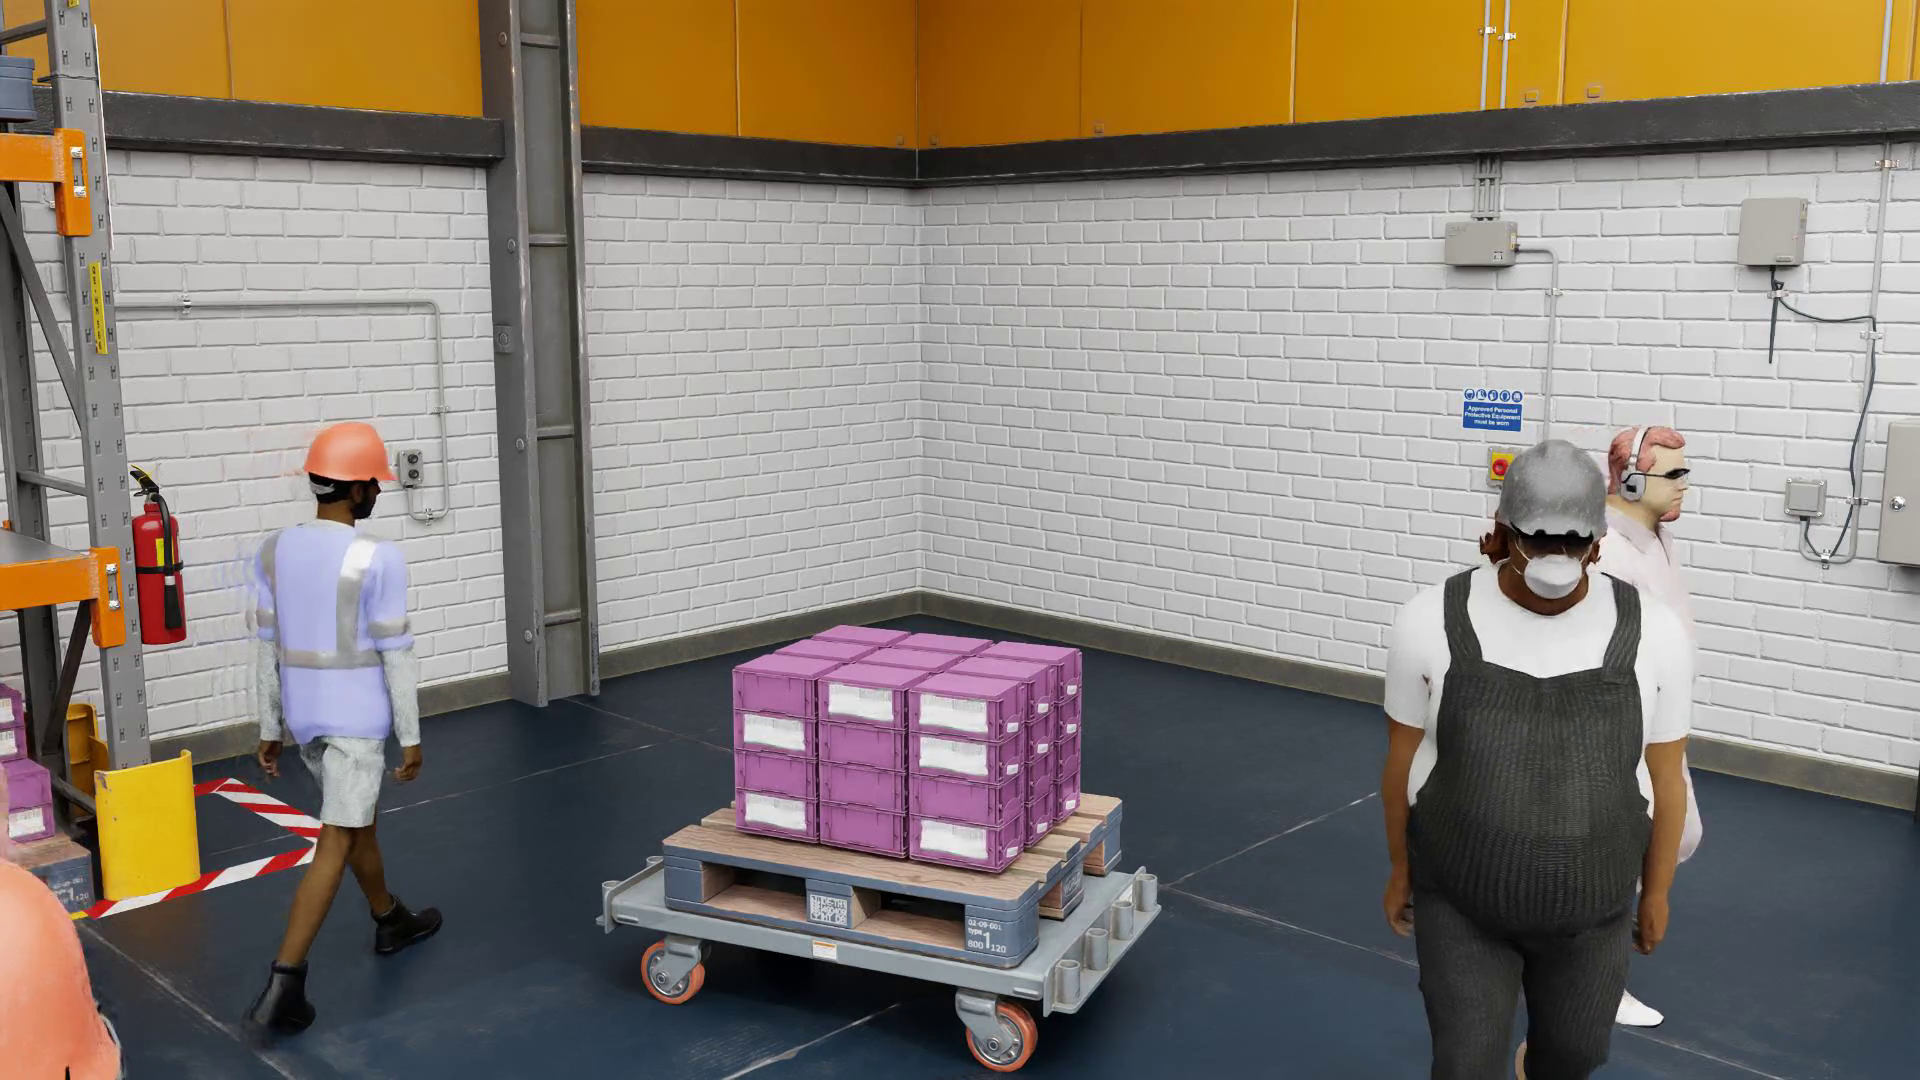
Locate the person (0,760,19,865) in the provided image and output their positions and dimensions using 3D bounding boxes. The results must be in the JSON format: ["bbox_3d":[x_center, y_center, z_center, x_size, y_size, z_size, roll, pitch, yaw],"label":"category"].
[{"bbox_3d":[-2.188,0.951,3.373,0.532,1.752,0.652,1,9,4],"label":"person"}]

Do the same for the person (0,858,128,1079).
[{"bbox_3d":[-0.706,1.173,1.295,0.623,1.994,1.032,-6,11,-34],"label":"person"}]

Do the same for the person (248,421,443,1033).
[{"bbox_3d":[-2.011,0.566,5.333,0.550,1.890,0.991,4,10,21],"label":"person"}]

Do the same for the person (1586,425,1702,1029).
[{"bbox_3d":[2.091,0.583,5.189,0.434,1.889,0.674,7,11,36],"label":"person"}]
